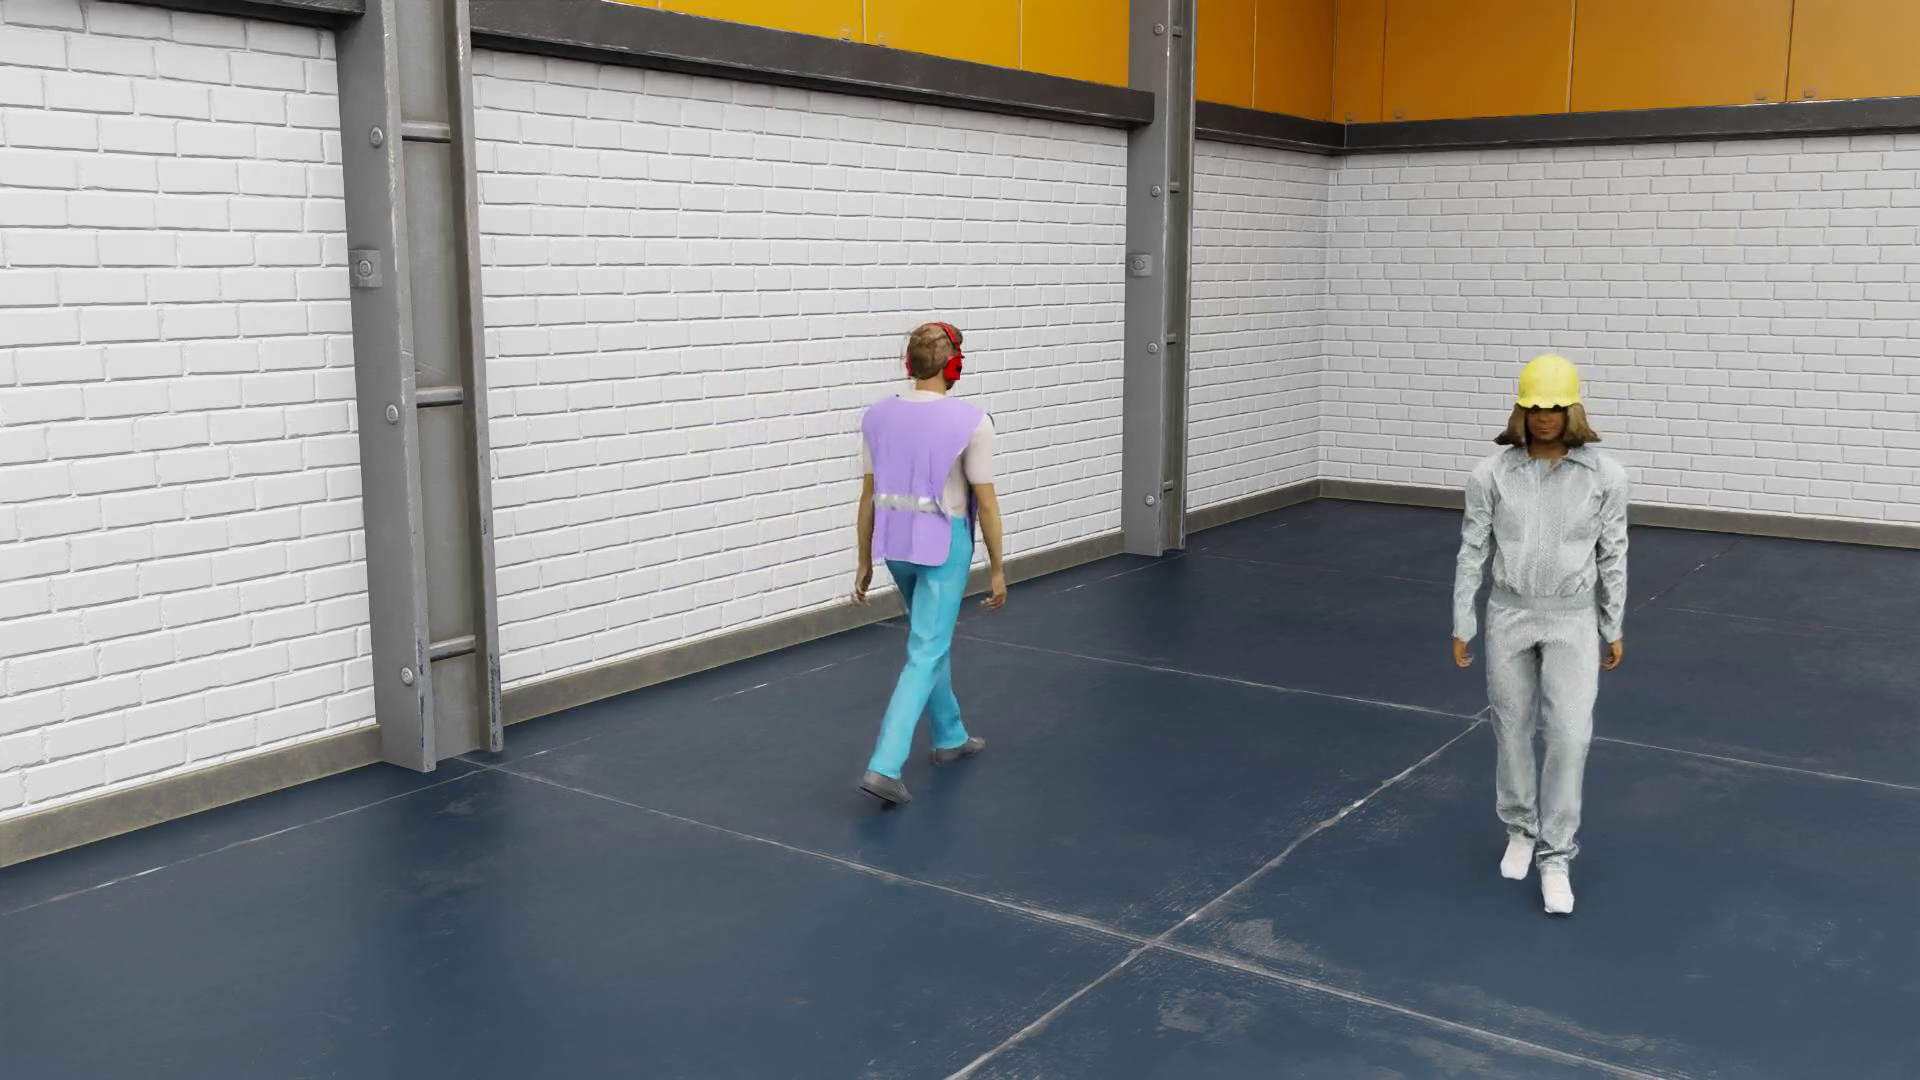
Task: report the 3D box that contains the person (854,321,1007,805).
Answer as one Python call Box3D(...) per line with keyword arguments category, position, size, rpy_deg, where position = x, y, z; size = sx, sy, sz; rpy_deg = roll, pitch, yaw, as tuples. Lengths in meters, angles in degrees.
Box3D(category="person", position=(-0.140, 0.074, 6.338), size=(0.585, 1.801, 0.960), rpy_deg=(6, 12, 34))

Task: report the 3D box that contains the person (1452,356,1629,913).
Box3D(category="person", position=(1.812, 0.290, 5.241), size=(0.516, 1.716, 0.714), rpy_deg=(4, 10, 22))
